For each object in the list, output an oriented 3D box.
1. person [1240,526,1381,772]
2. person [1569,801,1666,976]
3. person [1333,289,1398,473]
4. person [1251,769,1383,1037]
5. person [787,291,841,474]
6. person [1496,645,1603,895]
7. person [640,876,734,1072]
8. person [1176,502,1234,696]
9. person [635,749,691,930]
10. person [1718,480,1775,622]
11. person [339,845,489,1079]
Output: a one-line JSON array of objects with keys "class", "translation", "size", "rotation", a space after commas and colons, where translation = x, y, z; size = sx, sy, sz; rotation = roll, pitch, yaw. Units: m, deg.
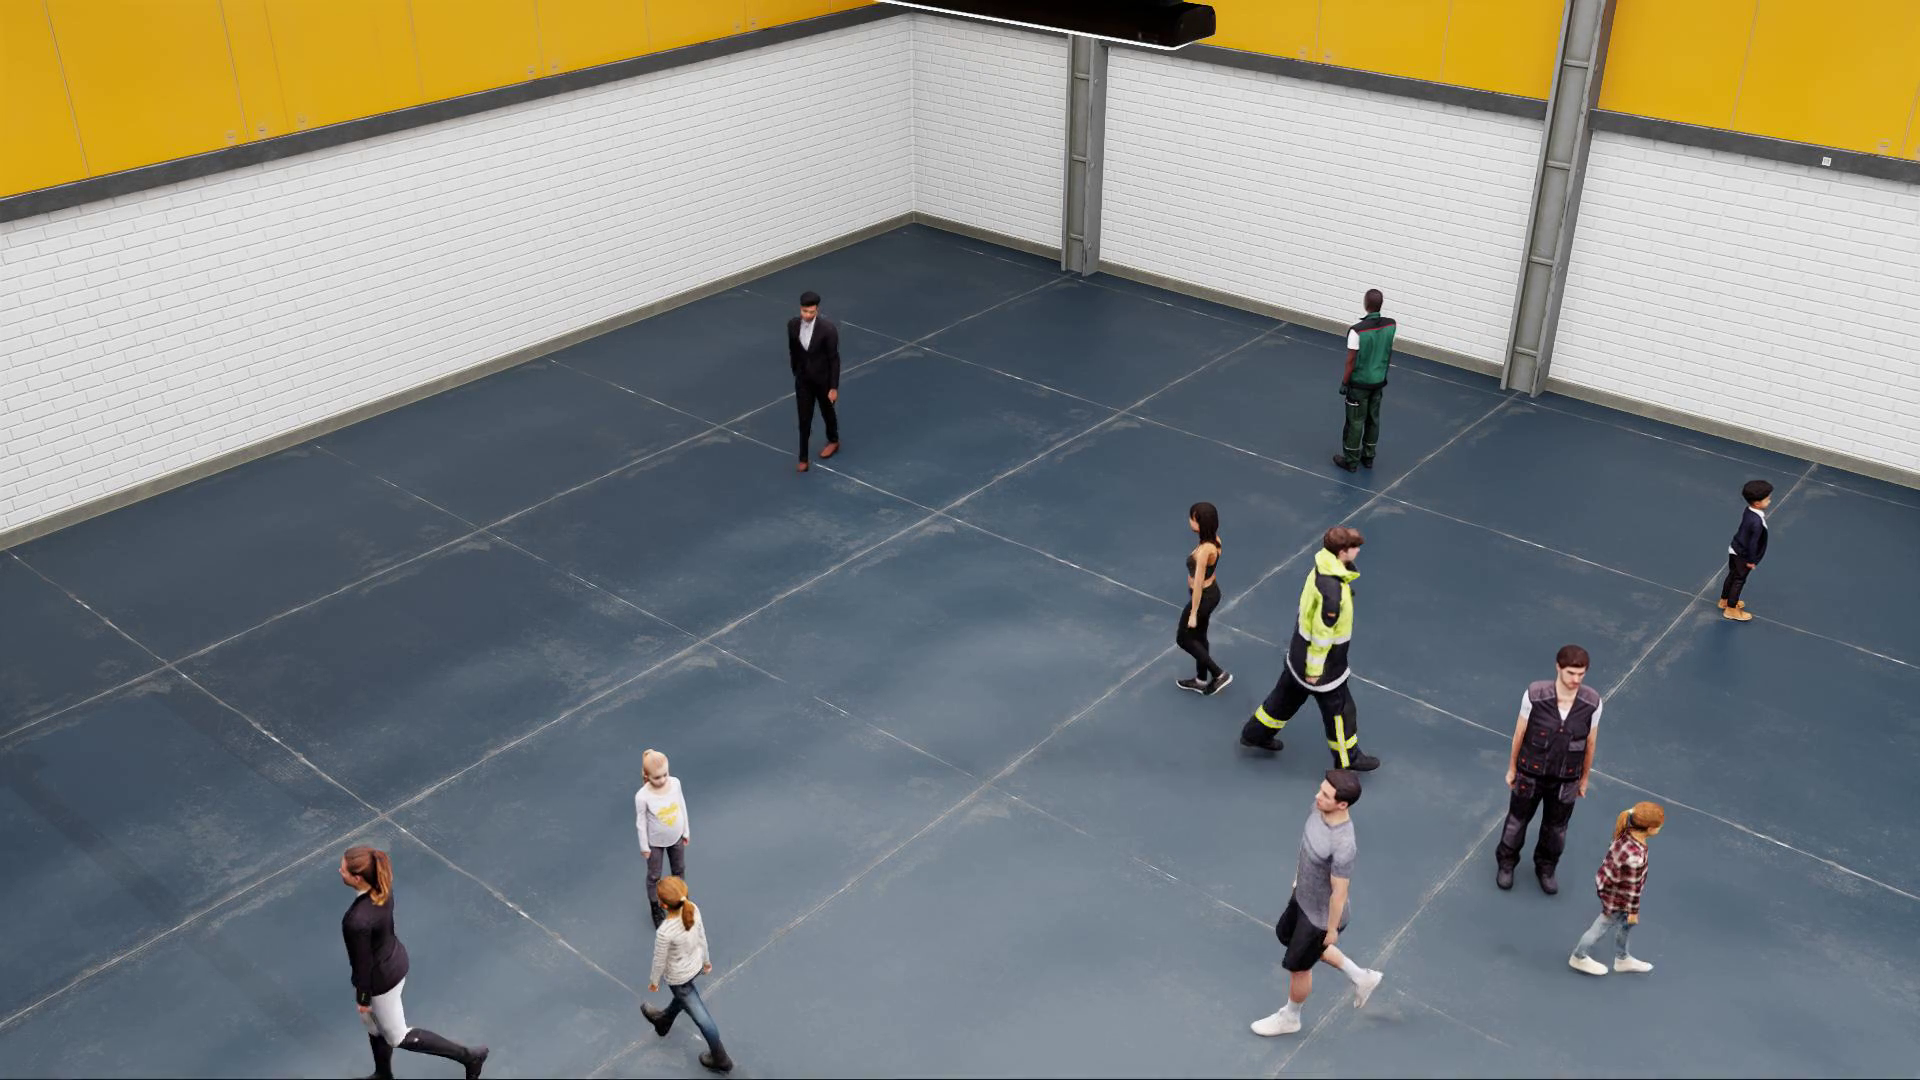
[{"class": "person", "translation": [2.429, 0.766, 11.703], "size": [1.358, 1.940, 1.216], "rotation": [2, 29, 4]}, {"class": "person", "translation": [3.874, 2.093, 9.958], "size": [0.819, 1.282, 0.720], "rotation": [7, 29, 12]}, {"class": "person", "translation": [3.916, -1.539, 16.033], "size": [0.778, 1.840, 0.772], "rotation": [-12, 31, -20]}, {"class": "person", "translation": [2.118, 2.059, 9.423], "size": [1.110, 1.854, 1.040], "rotation": [-2, 29, -4]}, {"class": "person", "translation": [-1.366, -1.597, 16.150], "size": [1.180, 1.831, 1.060], "rotation": [12, 31, 21]}, {"class": "person", "translation": [3.732, 1.450, 10.551], "size": [0.698, 1.843, 0.811], "rotation": [6, 29, 11]}, {"class": "person", "translation": [-1.482, 2.452, 9.291], "size": [0.928, 1.291, 0.552], "rotation": [18, 33, 29]}, {"class": "person", "translation": [1.901, 0.487, 12.537], "size": [0.759, 1.631, 0.684], "rotation": [10, 30, 18]}, {"class": "person", "translation": [-1.859, 1.850, 10.408], "size": [0.520, 1.277, 0.534], "rotation": [-21, 35, -33]}, {"class": "person", "translation": [6.486, 0.063, 13.737], "size": [0.618, 1.227, 0.585], "rotation": [5, 29, 9]}, {"class": "person", "translation": [-3.035, 2.381, 8.983], "size": [1.055, 1.710, 1.007], "rotation": [-3, 29, -5]}]
